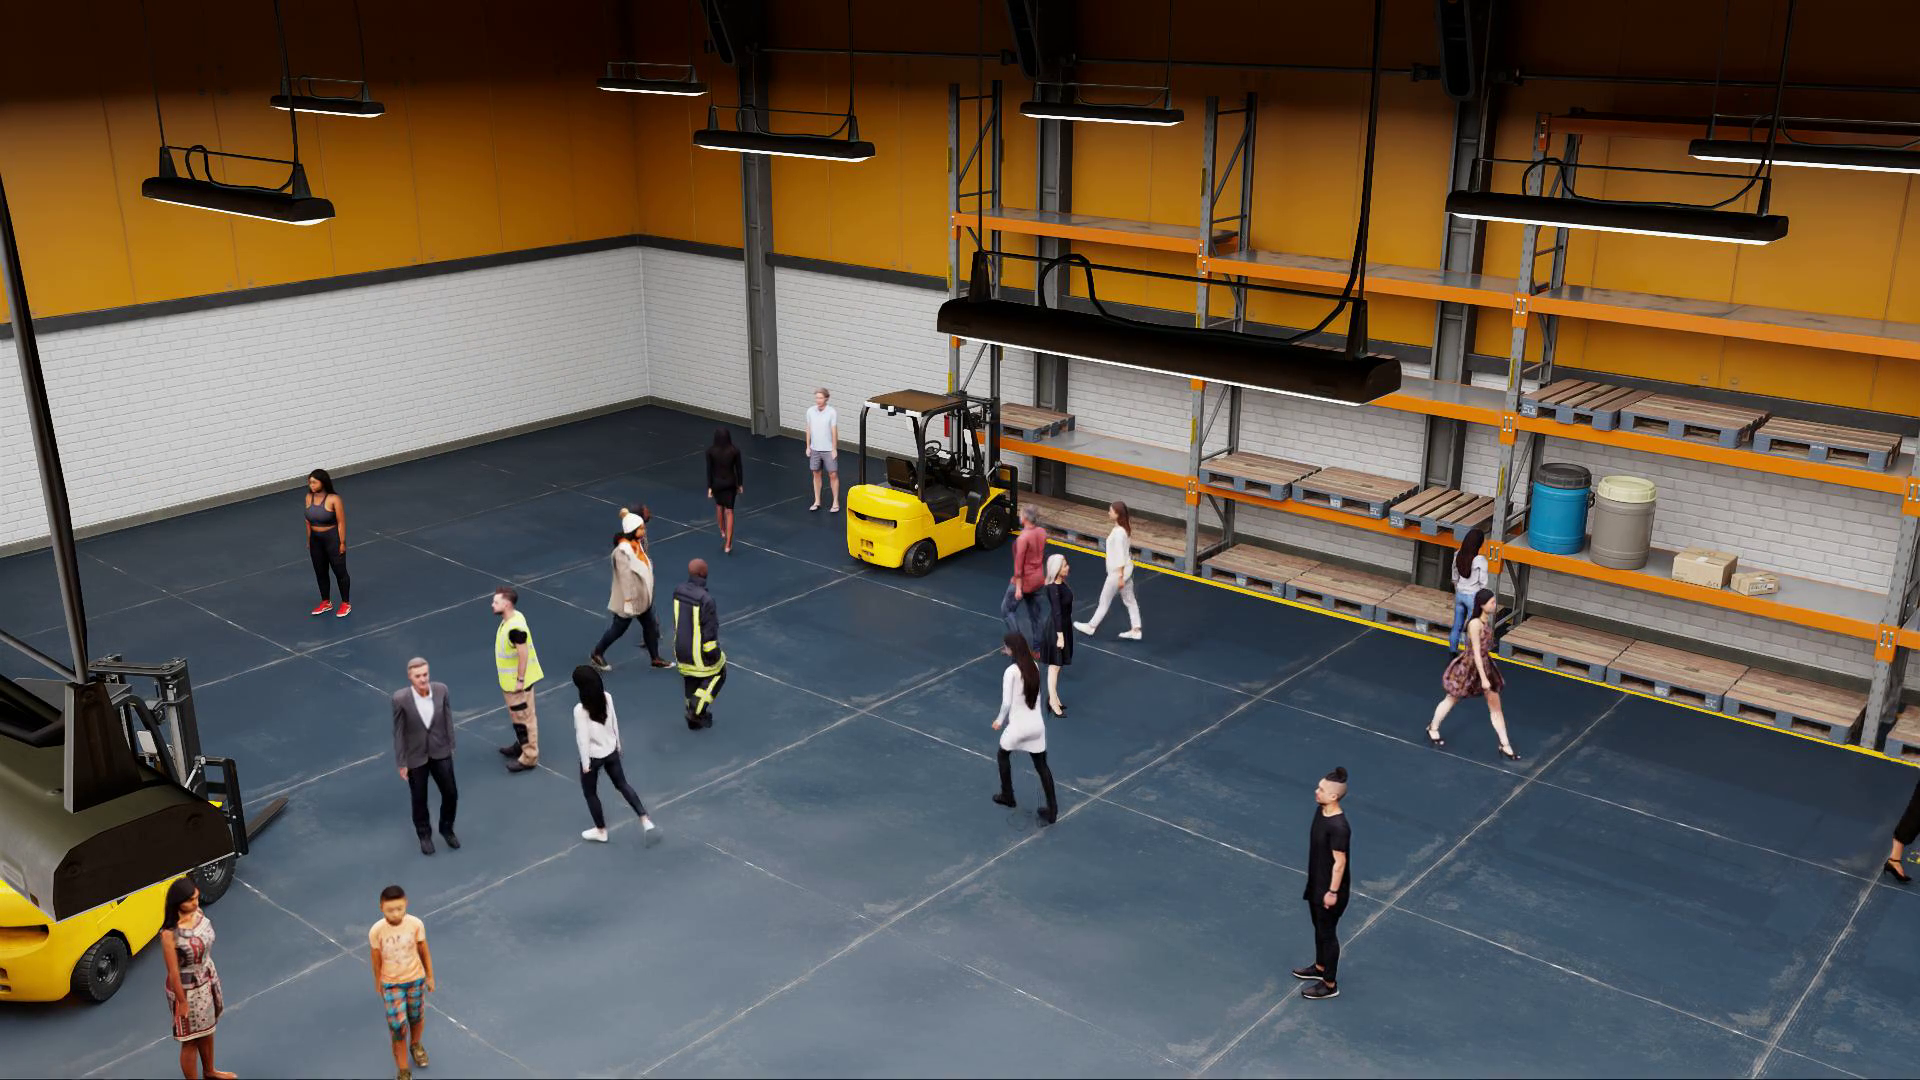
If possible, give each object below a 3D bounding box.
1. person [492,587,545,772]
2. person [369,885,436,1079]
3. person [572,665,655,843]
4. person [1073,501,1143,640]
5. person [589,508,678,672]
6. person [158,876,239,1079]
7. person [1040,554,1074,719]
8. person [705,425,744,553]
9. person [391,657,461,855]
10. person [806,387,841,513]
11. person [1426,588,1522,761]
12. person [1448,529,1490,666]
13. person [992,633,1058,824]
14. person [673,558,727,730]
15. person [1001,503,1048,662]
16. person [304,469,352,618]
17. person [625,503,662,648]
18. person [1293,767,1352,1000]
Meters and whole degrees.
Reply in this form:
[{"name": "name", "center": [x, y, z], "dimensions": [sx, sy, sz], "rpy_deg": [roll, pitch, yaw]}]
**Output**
[{"name": "person", "center": [-4.293, 1.312, 16.071], "dimensions": [0.896, 1.845, 0.810], "rpy_deg": [-7, 20, -19]}, {"name": "person", "center": [-3.888, 3.033, 11.592], "dimensions": [0.713, 1.441, 0.872], "rpy_deg": [-9, 21, -26]}, {"name": "person", "center": [-3.113, 1.900, 14.587], "dimensions": [0.910, 1.677, 0.739], "rpy_deg": [13, 22, 33]}, {"name": "person", "center": [1.918, 0.385, 19.130], "dimensions": [1.120, 1.648, 0.901], "rpy_deg": [4, 19, 13]}, {"name": "person", "center": [-3.708, 0.581, 18.224], "dimensions": [1.319, 1.856, 1.118], "rpy_deg": [3, 19, 10]}, {"name": "person", "center": [-5.210, 3.029, 11.290], "dimensions": [0.734, 1.642, 0.723], "rpy_deg": [2, 19, 5]}, {"name": "person", "center": [1.016, 0.974, 17.226], "dimensions": [0.730, 1.747, 0.696], "rpy_deg": [2, 19, 6]}, {"name": "person", "center": [-3.131, -0.650, 22.177], "dimensions": [1.153, 1.665, 1.255], "rpy_deg": [-3, 19, -8]}, {"name": "person", "center": [-4.691, 1.846, 14.518], "dimensions": [0.804, 1.823, 0.771], "rpy_deg": [-11, 22, -30]}, {"name": "person", "center": [-1.952, -1.315, 23.895], "dimensions": [0.617, 1.828, 0.765], "rpy_deg": [6, 20, 17]}, {"name": "person", "center": [4.923, 1.326, 16.242], "dimensions": [1.178, 1.709, 0.614], "rpy_deg": [14, 23, 36]}, {"name": "person", "center": [5.612, 0.654, 18.355], "dimensions": [0.714, 1.633, 0.540], "rpy_deg": [-12, 22, -33]}, {"name": "person", "center": [0.610, 1.741, 14.940], "dimensions": [0.679, 1.752, 0.935], "rpy_deg": [-14, 23, -36]}, {"name": "person", "center": [-2.715, 1.077, 16.821], "dimensions": [0.743, 1.811, 0.819], "rpy_deg": [13, 23, 34]}, {"name": "person", "center": [0.824, 0.493, 18.546], "dimensions": [0.682, 1.817, 0.715], "rpy_deg": [16, 24, 39]}, {"name": "person", "center": [-7.603, 0.011, 19.977], "dimensions": [0.705, 1.816, 0.819], "rpy_deg": [4, 19, 12]}, {"name": "person", "center": [-3.651, 0.377, 19.067], "dimensions": [0.776, 1.703, 0.717], "rpy_deg": [1, 19, 4]}, {"name": "person", "center": [2.739, 2.534, 12.411], "dimensions": [0.820, 1.865, 0.770], "rpy_deg": [-1, 19, -3]}]
